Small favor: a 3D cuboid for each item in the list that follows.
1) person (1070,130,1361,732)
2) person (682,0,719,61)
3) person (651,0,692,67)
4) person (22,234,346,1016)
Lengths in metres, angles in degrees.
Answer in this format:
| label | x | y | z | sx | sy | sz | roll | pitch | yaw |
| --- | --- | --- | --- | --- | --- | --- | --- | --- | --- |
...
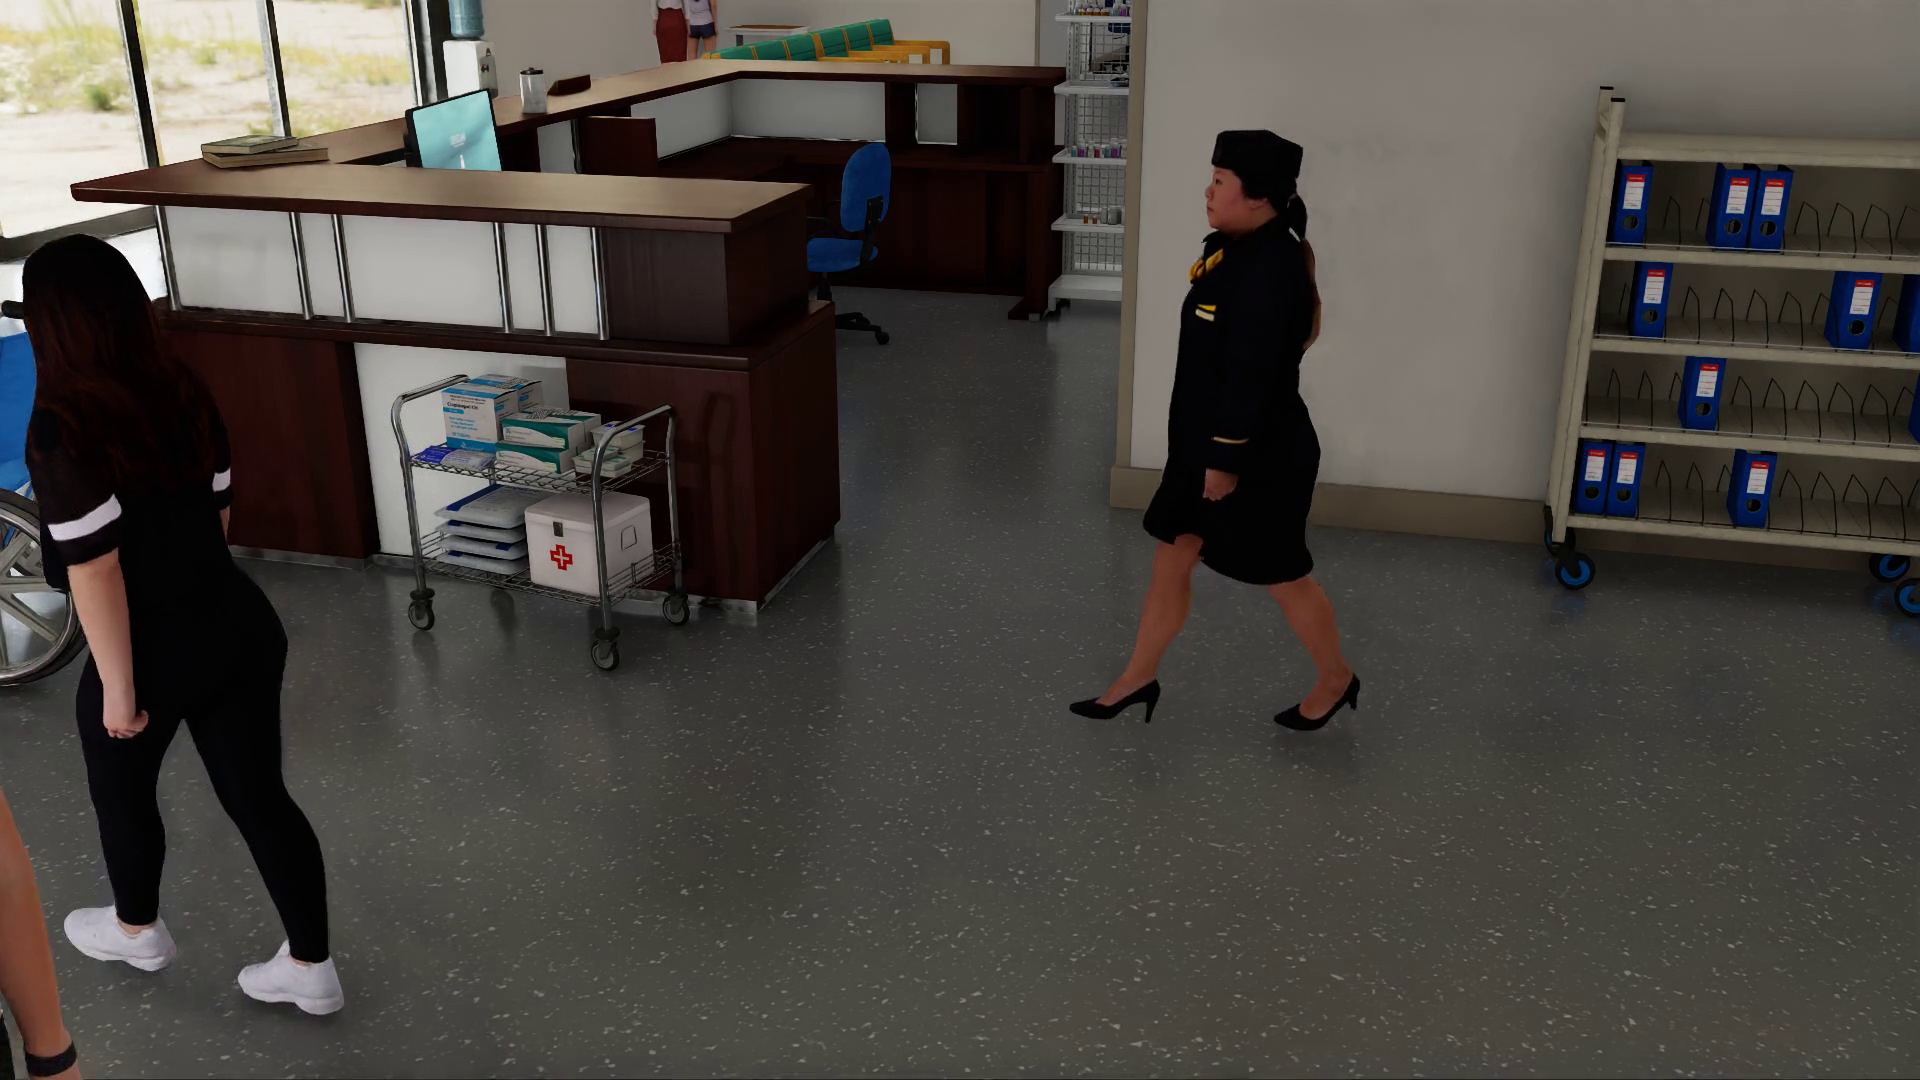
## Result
| label | x | y | z | sx | sy | sz | roll | pitch | yaw |
| --- | --- | --- | --- | --- | --- | --- | --- | --- | --- |
| person | 0.827 | -0.204 | 4.391 | 1.126 | 1.633 | 0.896 | 0 | 21 | 0 |
| person | -3.200 | -6.333 | 20.469 | 0.496 | 1.706 | 0.672 | 3 | 21 | 8 |
| person | -3.341 | -5.902 | 19.268 | 0.592 | 1.751 | 0.726 | -4 | 21 | -9 |
| person | -1.480 | 0.236 | 3.269 | 0.940 | 1.605 | 0.662 | 7 | 22 | 18 |
